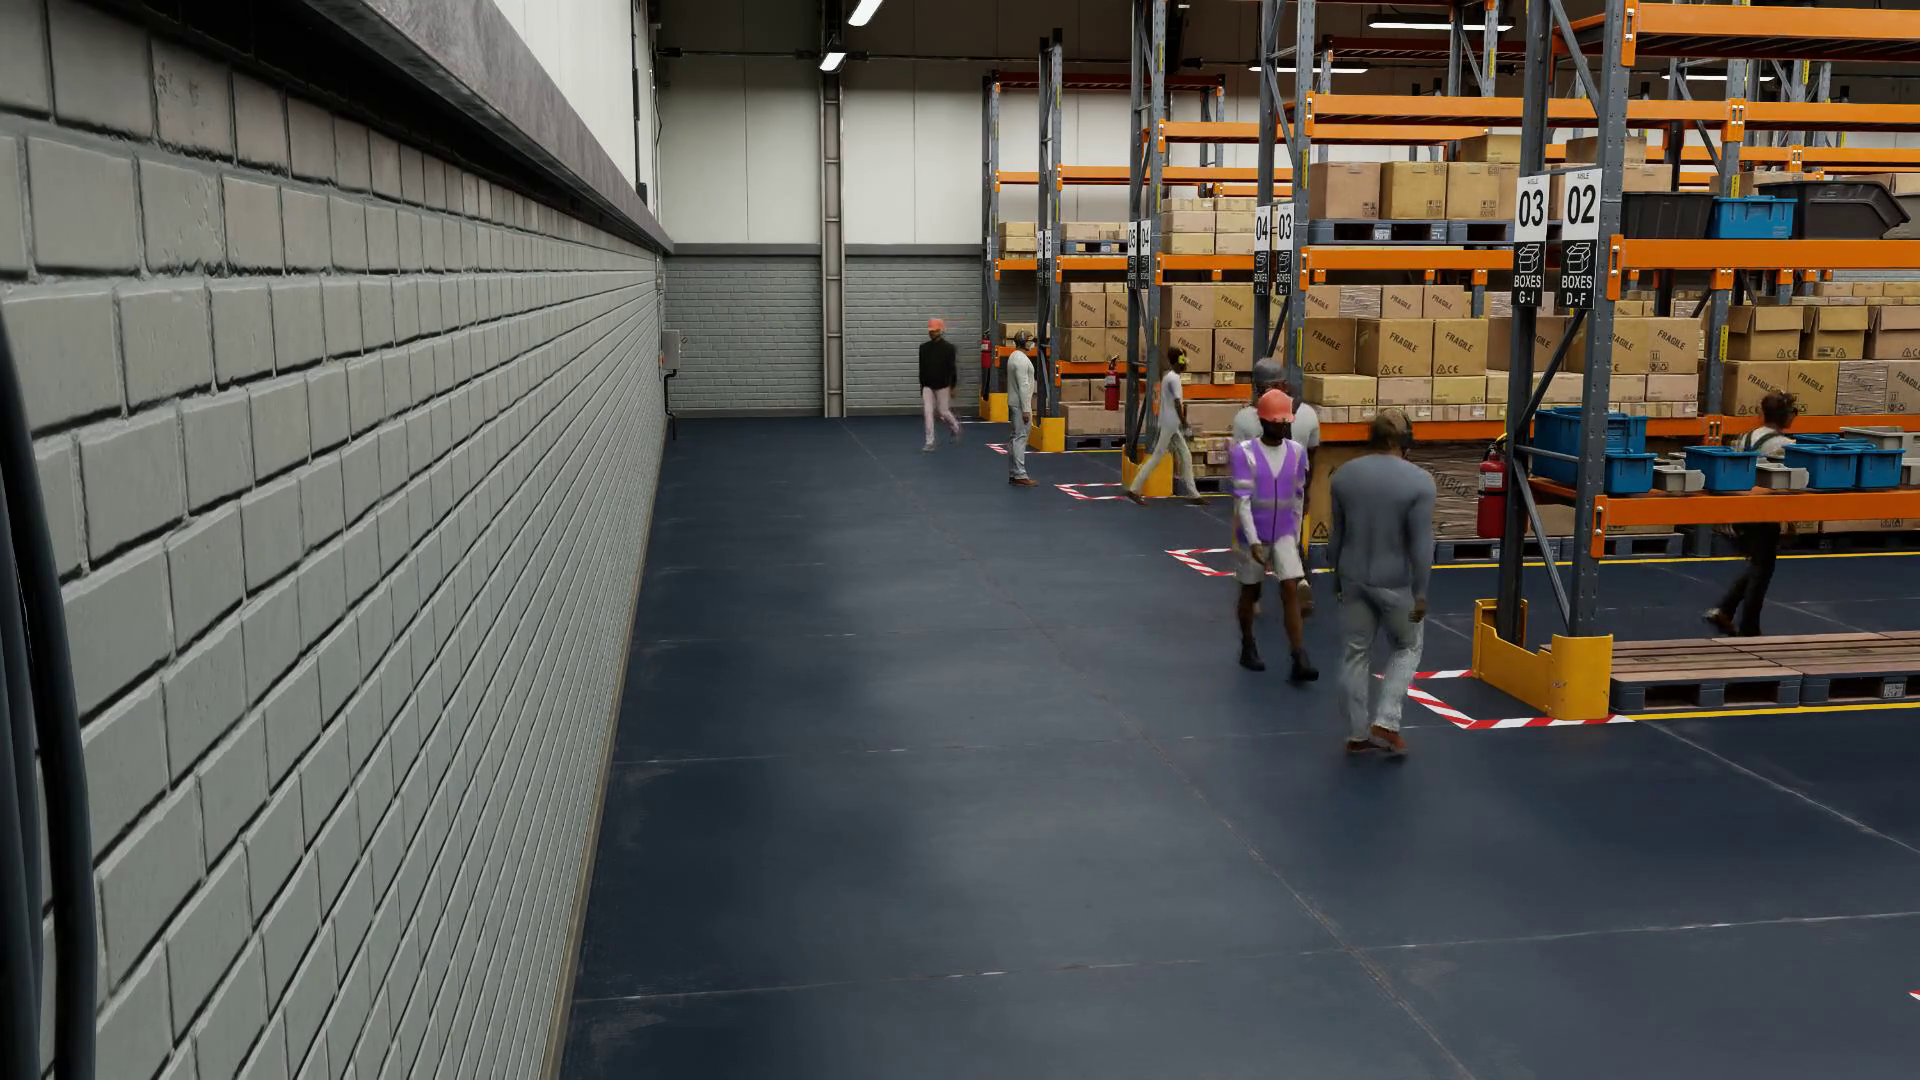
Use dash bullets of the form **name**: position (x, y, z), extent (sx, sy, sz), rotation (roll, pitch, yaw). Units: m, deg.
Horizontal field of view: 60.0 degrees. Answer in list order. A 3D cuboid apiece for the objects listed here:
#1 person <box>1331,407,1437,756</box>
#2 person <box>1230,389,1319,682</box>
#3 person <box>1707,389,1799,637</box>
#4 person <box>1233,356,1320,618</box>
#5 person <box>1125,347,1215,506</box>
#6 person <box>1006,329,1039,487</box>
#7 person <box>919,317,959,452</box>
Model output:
- **person**: position (2.283, 0.238, 9.054), extent (0.649, 1.920, 0.420), rotation (8, 12, 41)
- **person**: position (2.022, -0.020, 10.727), extent (0.544, 1.882, 0.984), rotation (-2, 9, -10)
- **person**: position (5.631, -0.141, 11.676), extent (0.410, 1.833, 0.513), rotation (-1, 9, -5)
- **person**: position (2.397, -0.401, 12.620), extent (0.681, 2.000, 0.796), rotation (-1, 9, -4)
- **person**: position (2.346, -1.268, 18.720), extent (1.007, 1.811, 0.544), rotation (2, 9, 11)
- **person**: position (0.762, -1.628, 20.507), extent (0.372, 1.940, 0.630), rotation (-1, 9, -9)
- **person**: position (-0.308, -2.305, 24.584), extent (0.621, 1.973, 0.783), rotation (5, 10, 27)
